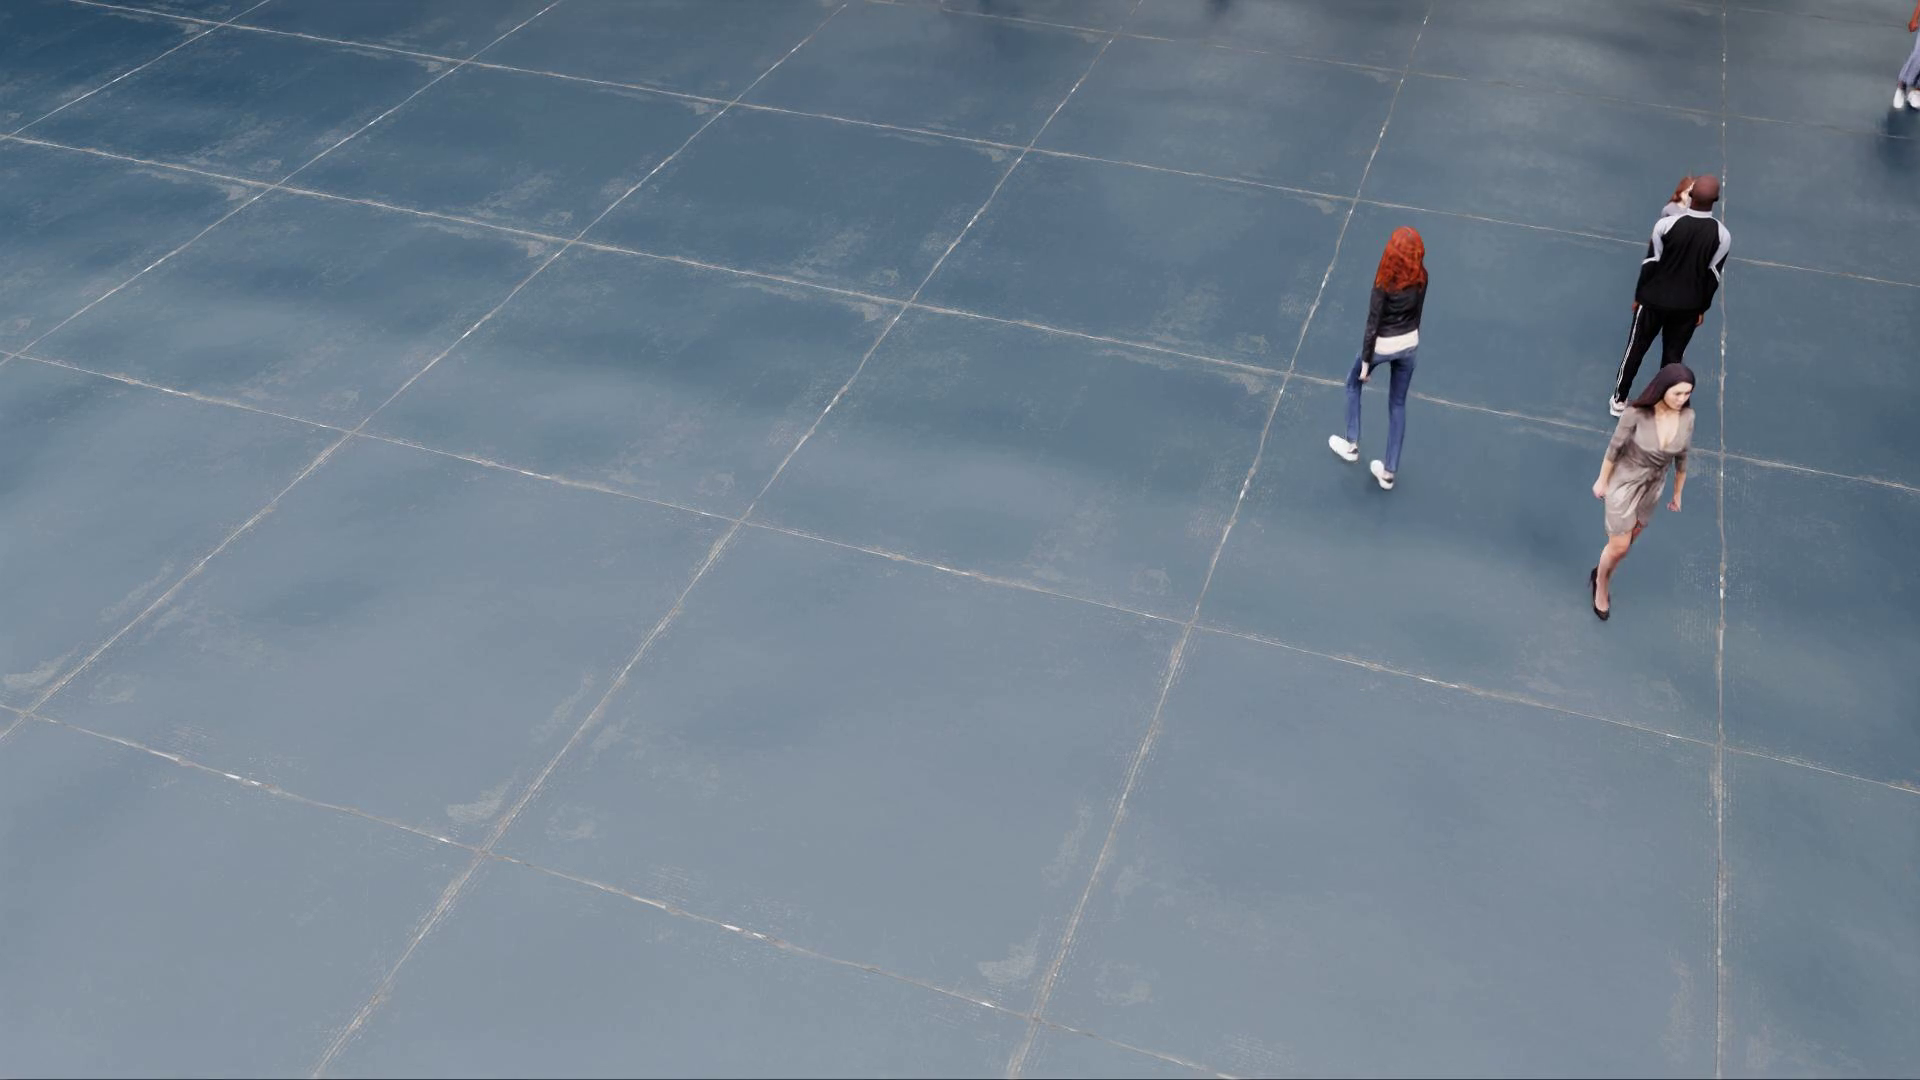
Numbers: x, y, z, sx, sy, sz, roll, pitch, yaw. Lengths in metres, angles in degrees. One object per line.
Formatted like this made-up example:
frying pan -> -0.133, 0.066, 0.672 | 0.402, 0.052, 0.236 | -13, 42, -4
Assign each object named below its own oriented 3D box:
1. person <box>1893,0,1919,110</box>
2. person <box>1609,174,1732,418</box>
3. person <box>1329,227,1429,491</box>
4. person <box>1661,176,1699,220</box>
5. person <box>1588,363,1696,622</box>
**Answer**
person -> 9.133, -4.887, 15.542 | 0.634, 1.681, 0.721 | 6, 38, 7
person -> 4.812, -1.625, 11.254 | 0.650, 1.825, 0.534 | 15, 40, 18
person -> 2.789, -1.138, 10.691 | 0.815, 1.753, 0.922 | -9, 39, -11
person -> 5.447, -2.277, 12.680 | 0.516, 1.095, 0.736 | 9, 39, 11
person -> 3.897, -0.342, 9.695 | 0.730, 1.726, 0.761 | -4, 38, -5
